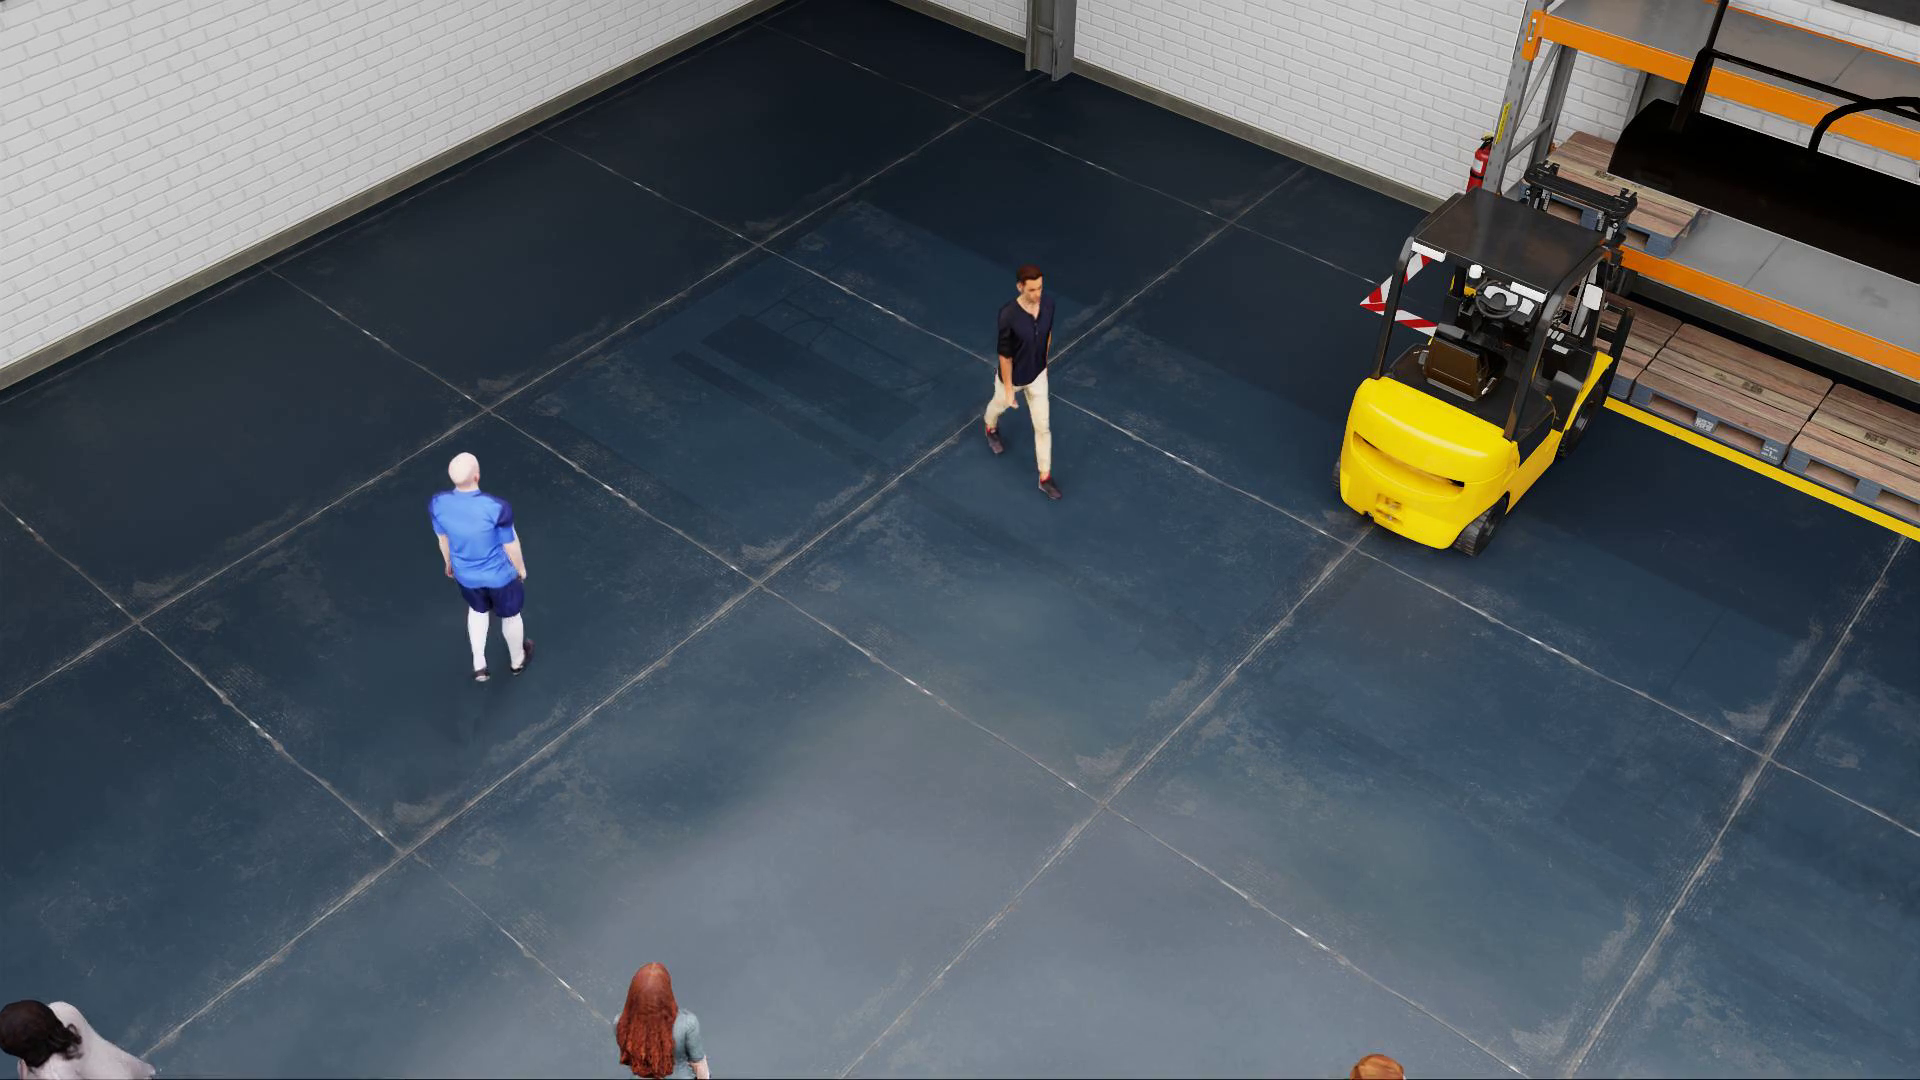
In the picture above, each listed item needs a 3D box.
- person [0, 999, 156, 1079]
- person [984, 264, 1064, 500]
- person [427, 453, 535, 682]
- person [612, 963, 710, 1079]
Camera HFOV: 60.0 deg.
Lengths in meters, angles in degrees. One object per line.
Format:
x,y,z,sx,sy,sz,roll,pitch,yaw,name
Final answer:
-4.109,2.653,8.064,1.045,1.558,1.061,-10,44,-10,person
0.386,-1.228,11.956,0.999,1.809,1.297,-18,46,-18,person
-2.997,0.243,10.400,0.918,1.825,0.967,3,44,3,person
-1.401,2.678,7.930,0.990,1.707,1.065,-5,44,-5,person
